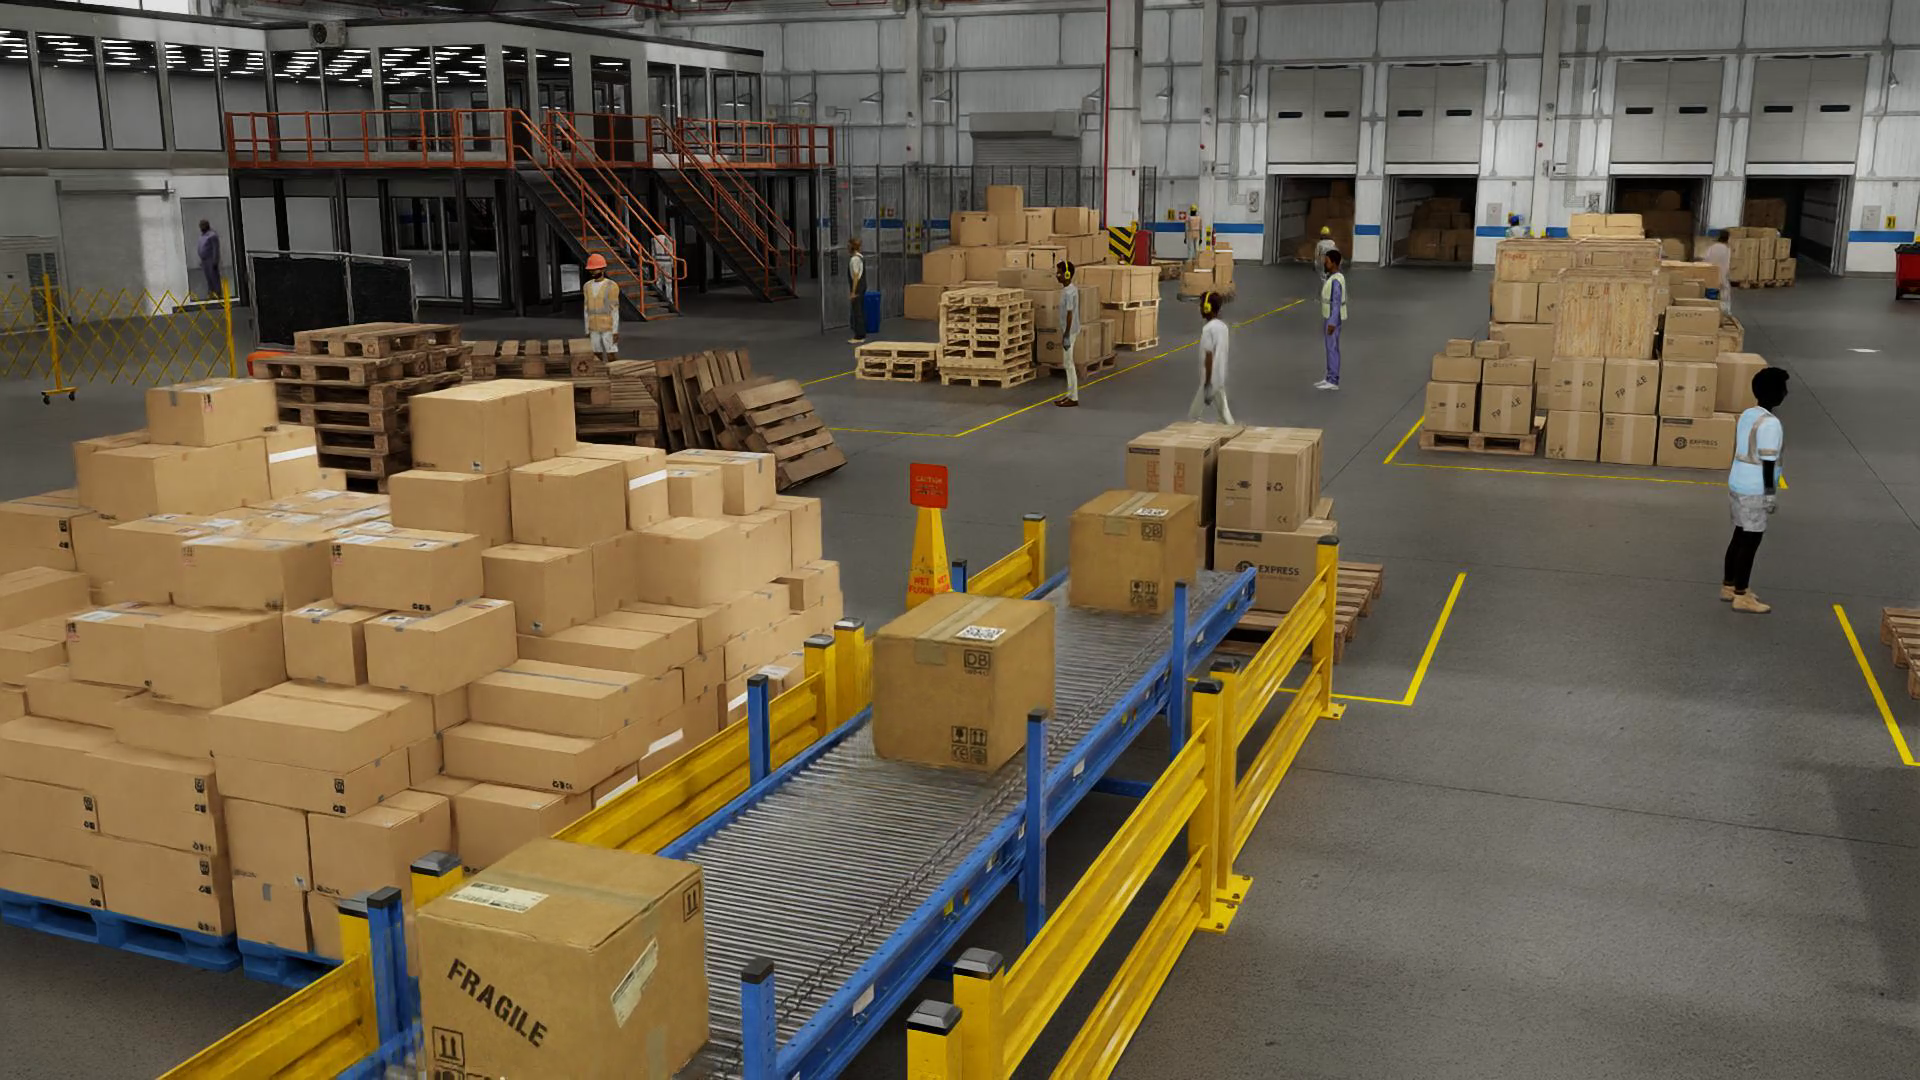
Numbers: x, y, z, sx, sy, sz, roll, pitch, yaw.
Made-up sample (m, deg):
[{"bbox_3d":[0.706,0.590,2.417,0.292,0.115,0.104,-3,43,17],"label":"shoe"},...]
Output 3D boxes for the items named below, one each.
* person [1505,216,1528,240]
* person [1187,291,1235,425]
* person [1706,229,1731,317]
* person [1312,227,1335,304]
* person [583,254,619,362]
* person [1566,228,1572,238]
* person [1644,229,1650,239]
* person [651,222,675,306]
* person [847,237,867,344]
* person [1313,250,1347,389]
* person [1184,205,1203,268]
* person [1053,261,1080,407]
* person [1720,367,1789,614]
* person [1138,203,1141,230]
[{"bbox_3d":[13.946,-7.171,41.671,0.676,1.870,1.080,-1,13,-5],"label":"person"},{"bbox_3d":[2.522,-1.589,16.731,1.003,1.817,0.546,9,15,35],"label":"person"},{"bbox_3d":[14.432,-4.975,31.745,0.998,1.896,0.641,-3,13,-14],"label":"person"},{"bbox_3d":[8.190,-6.227,37.732,0.508,1.709,0.798,-6,14,-24],"label":"person"},{"bbox_3d":[-4.719,-2.785,21.848,0.539,1.930,0.385,5,14,23],"label":"person"},{"bbox_3d":[16.032,-7.492,43.143,0.619,1.845,0.430,11,17,41],"label":"person"},{"bbox_3d":[13.808,-5.410,33.848,0.661,1.818,0.749,-1,13,-5],"label":"person"},{"bbox_3d":[-6.434,-5.967,36.206,0.575,1.885,0.355,6,14,26],"label":"person"},{"bbox_3d":[-1.801,-4.329,28.946,0.350,1.847,0.506,3,13,12],"label":"person"},{"bbox_3d":[5.154,-3.045,23.020,0.392,1.919,0.592,1,13,5],"label":"person"},{"bbox_3d":[7.139,-9.272,50.929,0.595,1.925,0.371,-3,13,-15],"label":"person"},{"bbox_3d":[1.369,-2.634,21.325,0.329,1.862,0.505,1,13,5],"label":"person"},{"bbox_3d":[5.470,-0.346,11.441,0.320,1.693,0.536,2,13,8],"label":"person"},{"bbox_3d":[5.606,-9.812,53.199,0.376,1.995,0.612,-4,13,-19],"label":"person"}]
